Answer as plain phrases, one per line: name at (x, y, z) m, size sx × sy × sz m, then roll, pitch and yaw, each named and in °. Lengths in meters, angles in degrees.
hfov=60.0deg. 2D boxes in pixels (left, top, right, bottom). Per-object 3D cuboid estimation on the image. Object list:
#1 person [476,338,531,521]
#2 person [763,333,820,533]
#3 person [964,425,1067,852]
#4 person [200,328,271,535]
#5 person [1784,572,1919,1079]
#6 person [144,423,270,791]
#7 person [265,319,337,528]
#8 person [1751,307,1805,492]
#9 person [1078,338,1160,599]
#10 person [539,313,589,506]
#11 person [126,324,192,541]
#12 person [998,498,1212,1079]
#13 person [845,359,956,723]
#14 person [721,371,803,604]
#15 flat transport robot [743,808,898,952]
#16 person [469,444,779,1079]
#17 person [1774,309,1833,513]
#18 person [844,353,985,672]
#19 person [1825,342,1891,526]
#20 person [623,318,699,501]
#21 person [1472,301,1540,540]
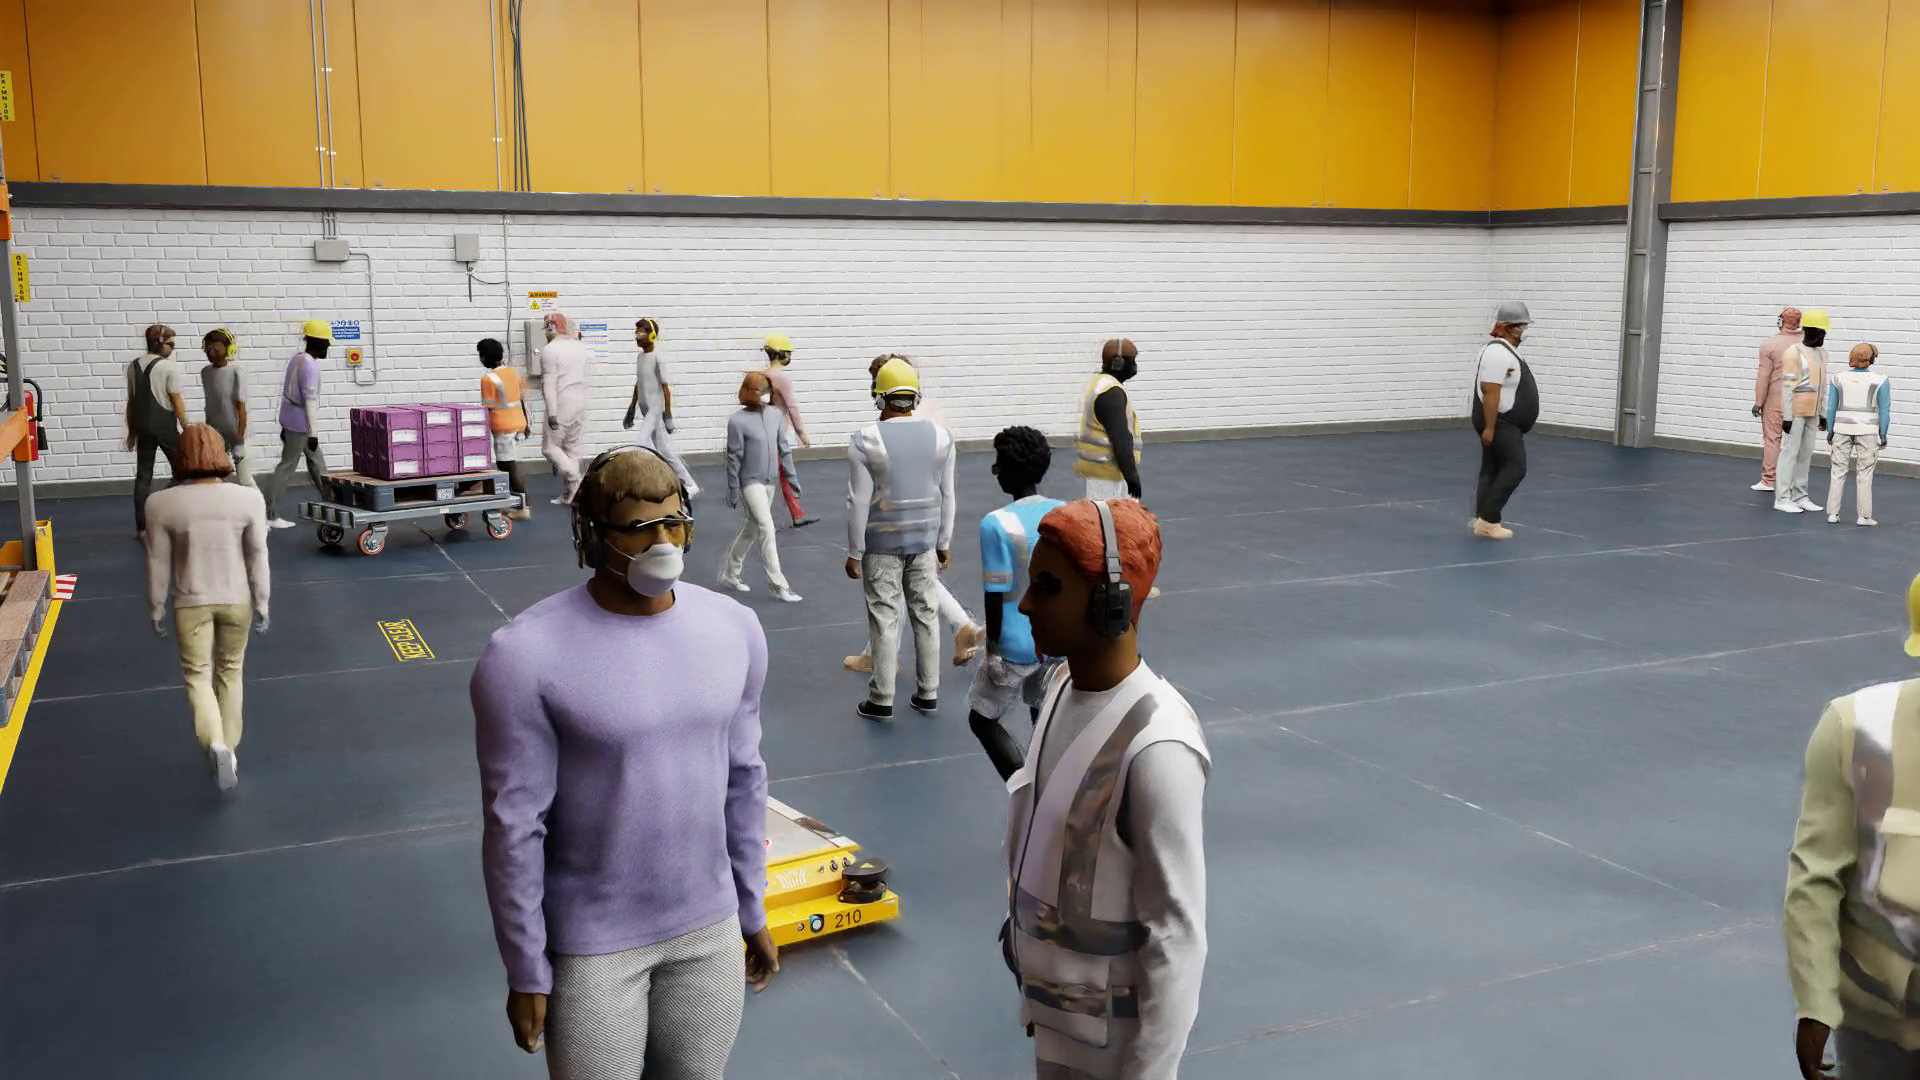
person at (-4.204, -1.003, 15.136) m, size 0.653 × 1.662 × 0.577 m, roll 3°, pitch 10°, yaw 17°
person at (-1.505, -0.921, 14.465) m, size 0.815 × 1.734 × 0.525 m, roll -4°, pitch 10°, yaw -26°
person at (0.261, 0.399, 6.435) m, size 0.533 × 1.686 × 0.366 m, roll -8°, pitch 12°, yaw -41°
person at (-6.081, -0.836, 13.728) m, size 0.572 × 1.804 × 1.009 m, roll 3°, pitch 10°, yaw 18°
person at (1.898, 0.879, 3.181) m, size 0.587 × 1.773 × 0.974 m, roll 5°, pitch 11°, yaw 30°
person at (-3.280, 0.297, 7.304) m, size 0.497 × 1.611 × 0.702 m, roll -5°, pitch 11°, yaw -30°
person at (-5.817, -1.031, 14.786) m, size 0.958 × 1.846 × 0.608 m, roll -5°, pitch 10°, yaw -27°
person at (8.482, -1.440, 17.135) m, size 0.638 × 1.909 × 0.408 m, roll 0°, pitch 9°, yaw -3°
person at (1.106, -0.443, 11.245) m, size 0.747 × 1.817 × 0.649 m, roll 1°, pitch 9°, yaw 4°
person at (-3.800, -1.249, 16.066) m, size 0.490 × 1.880 × 0.660 m, roll 4°, pitch 10°, yaw 25°
person at (-6.744, -0.896, 14.016) m, size 0.639 × 1.821 × 0.384 m, roll 2°, pitch 9°, yaw 14°
person at (0.237, 0.859, 2.945) m, size 0.351 × 1.882 × 0.581 m, roll -2°, pitch 9°, yaw -15°
person at (-0.312, 0.005, 8.396) m, size 0.600 × 1.831 × 0.404 m, roll -5°, pitch 10°, yaw -28°
person at (-1.410, -0.385, 11.563) m, size 0.841 × 1.593 × 0.511 m, roll 6°, pitch 11°, yaw 33°
flat transport robot at (-0.883, 1.148, 6.135) m, size 0.652 × 0.197 × 1.431 m, roll -6°, pitch 11°, yaw -34°
person at (-0.625, 0.777, 3.283) m, size 0.631 × 1.940 × 0.372 m, roll -8°, pitch 12°, yaw -42°
person at (7.964, -1.210, 15.669) m, size 0.590 × 1.922 × 0.392 m, roll -5°, pitch 11°, yaw -30°
person at (-0.279, -0.135, 9.295) m, size 0.714 × 1.822 × 0.644 m, roll 3°, pitch 10°, yaw 18°
person at (8.005, -0.939, 14.849) m, size 0.523 × 1.640 × 0.306 m, roll 9°, pitch 13°, yaw 44°
person at (-2.980, -1.242, 16.212) m, size 0.976 × 1.817 × 0.520 m, roll -5°, pitch 11°, yaw -30°
person at (4.598, -1.006, 14.029) m, size 0.542 × 2.000 × 0.692 m, roll 3°, pitch 10°, yaw 19°
